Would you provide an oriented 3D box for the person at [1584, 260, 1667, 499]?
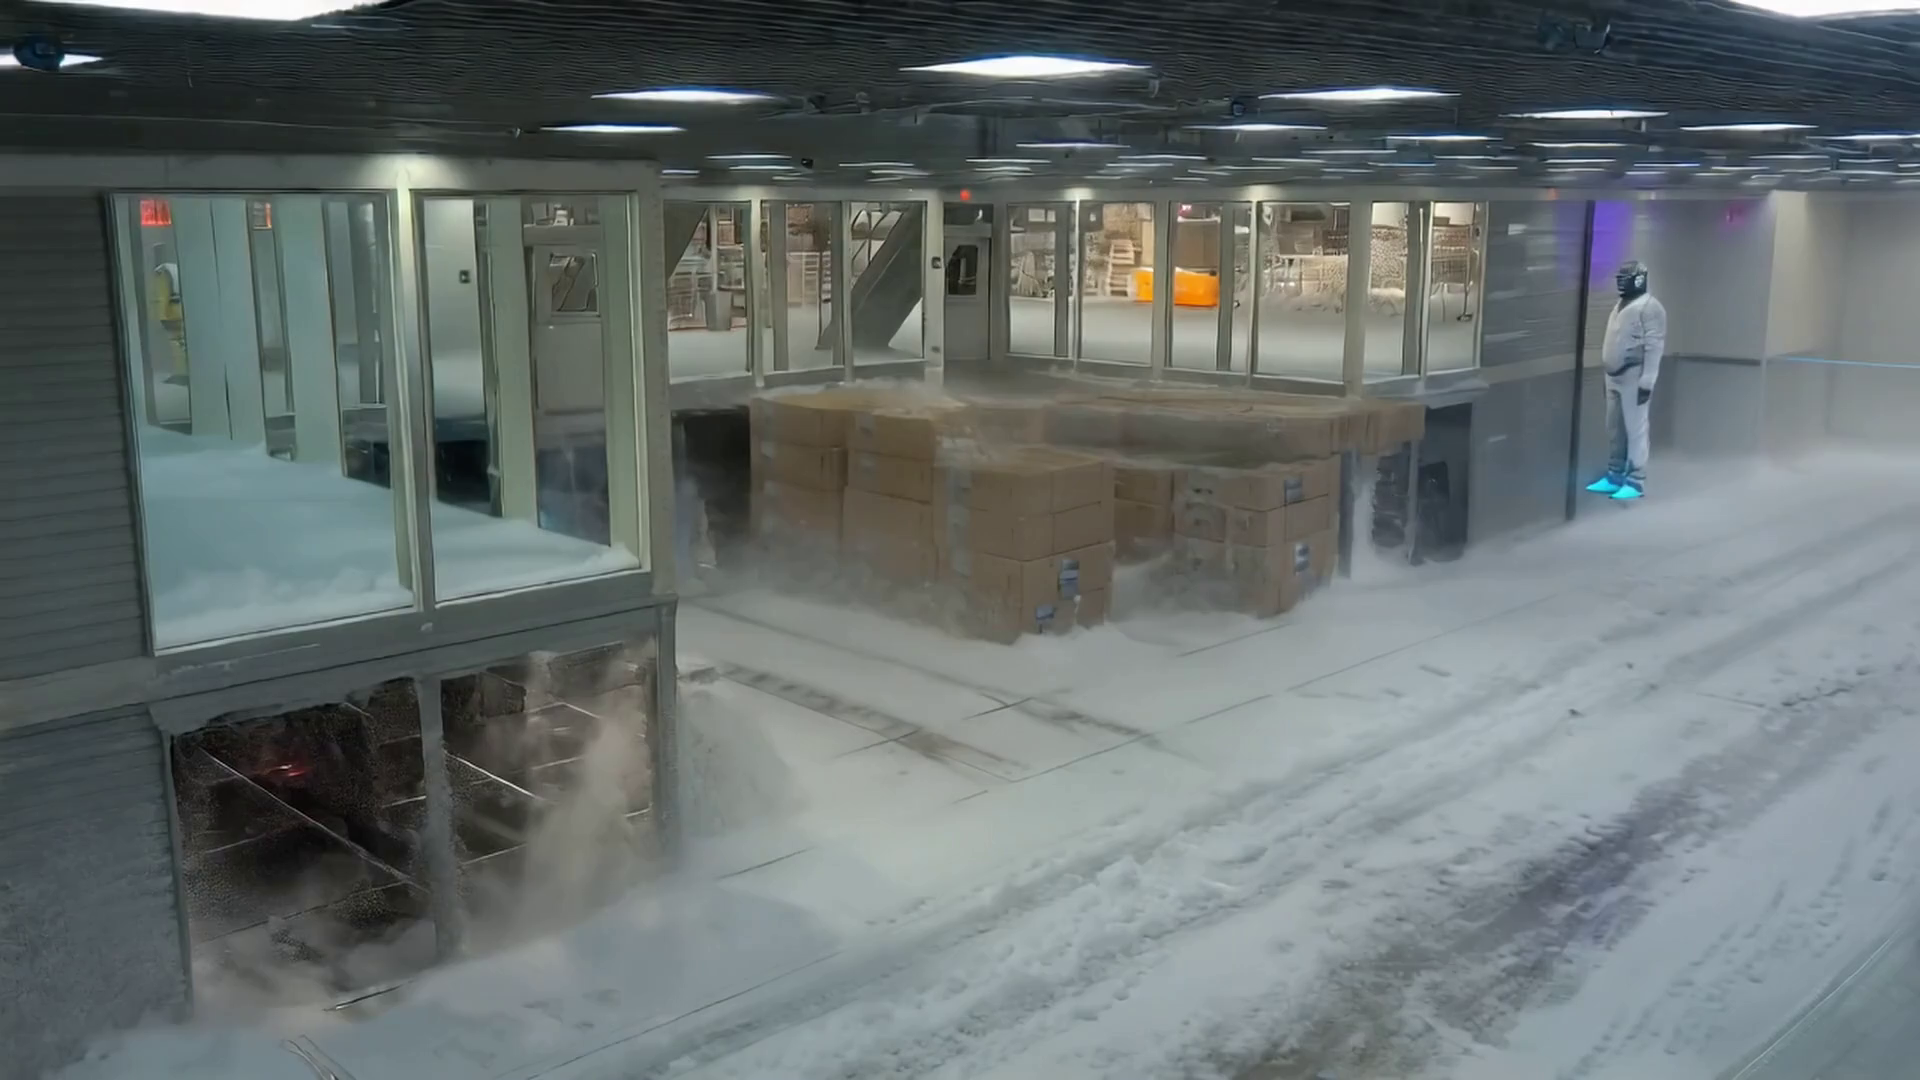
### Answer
[{"bbox_3d":[5.375,-1.290,13.423,0.402,1.911,0.639,-1,11,-7],"label":"person"}]
